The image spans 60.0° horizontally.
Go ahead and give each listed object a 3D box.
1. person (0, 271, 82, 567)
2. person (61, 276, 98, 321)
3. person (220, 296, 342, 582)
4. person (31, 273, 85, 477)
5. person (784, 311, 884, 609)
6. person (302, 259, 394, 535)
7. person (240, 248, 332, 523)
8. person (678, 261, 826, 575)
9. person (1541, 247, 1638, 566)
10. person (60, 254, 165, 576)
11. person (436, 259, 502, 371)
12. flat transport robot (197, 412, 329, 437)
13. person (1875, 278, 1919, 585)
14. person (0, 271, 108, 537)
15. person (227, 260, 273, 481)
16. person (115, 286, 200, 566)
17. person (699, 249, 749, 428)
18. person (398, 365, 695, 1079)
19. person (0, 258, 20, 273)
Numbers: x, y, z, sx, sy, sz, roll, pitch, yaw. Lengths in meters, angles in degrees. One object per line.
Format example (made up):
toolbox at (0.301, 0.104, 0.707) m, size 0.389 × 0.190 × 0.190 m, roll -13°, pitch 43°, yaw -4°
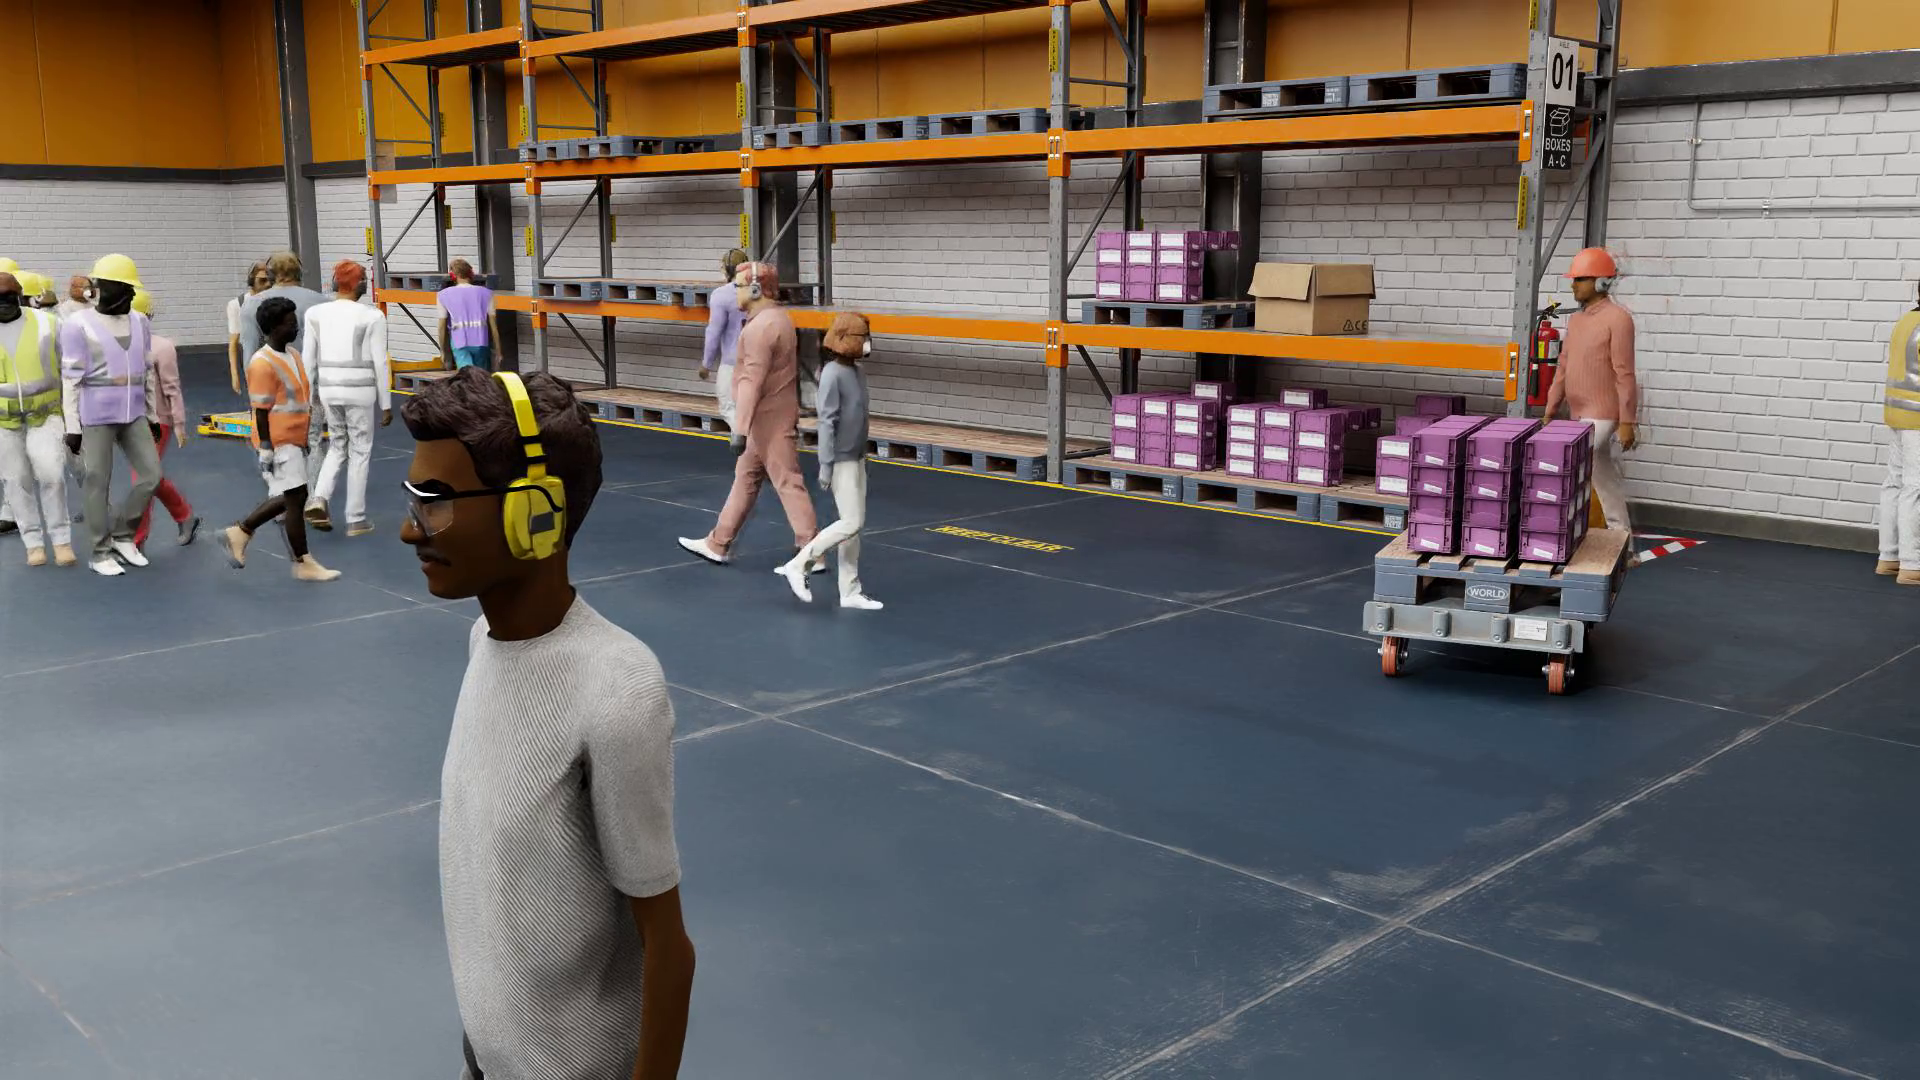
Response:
person at (-5.687, -0.716, 10.067) m, size 0.656 × 1.813 × 0.598 m, roll -6°, pitch 12°, yaw -29°
person at (-9.280, -2.000, 17.683) m, size 0.869 × 1.590 × 0.515 m, roll 5°, pitch 11°, yaw 24°
person at (-3.997, -0.576, 9.662) m, size 0.651 × 1.676 × 0.540 m, roll -1°, pitch 10°, yaw -3°
person at (-7.628, -1.344, 13.799) m, size 0.880 × 1.704 × 0.493 m, roll -1°, pitch 10°, yaw -4°
person at (-0.663, -0.415, 8.944) m, size 0.434 × 1.623 × 0.503 m, roll 3°, pitch 11°, yaw 15°
person at (-4.116, -0.939, 11.154) m, size 0.588 × 1.867 × 0.481 m, roll 2°, pitch 11°, yaw 10°
person at (-4.658, -1.066, 11.653) m, size 0.651 × 1.932 × 0.439 m, roll -5°, pitch 11°, yaw -24°
person at (-1.251, -0.710, 9.911) m, size 0.981 × 1.857 × 0.674 m, roll 0°, pitch 10°, yaw 2°
person at (3.701, -0.767, 9.987) m, size 1.018 × 1.938 × 0.653 m, roll -1°, pitch 10°, yaw -5°
person at (-5.043, -0.736, 9.920) m, size 0.444 × 1.902 × 0.669 m, roll 5°, pitch 12°, yaw 26°
person at (-4.925, -1.922, 16.758) m, size 0.588 × 1.803 × 0.938 m, roll -6°, pitch 12°, yaw -30°
flat transport robot at (-6.939, -1.146, 16.625) m, size 1.431 × 0.197 × 0.652 m, roll 8°, pitch 13°, yaw 36°
person at (5.633, -0.664, 9.711) m, size 0.430 × 1.845 × 0.623 m, roll 2°, pitch 11°, yaw 10°
person at (-6.313, -0.953, 11.452) m, size 0.601 × 1.788 × 0.926 m, roll 3°, pitch 11°, yaw 15°
person at (-5.751, -1.397, 13.754) m, size 0.553 × 1.822 × 0.423 m, roll -6°, pitch 12°, yaw -31°
person at (-5.134, -0.755, 10.522) m, size 0.531 × 1.721 × 0.860 m, roll 2°, pitch 11°, yaw 11°
person at (-1.749, -1.447, 13.841) m, size 0.604 × 1.918 × 0.656 m, roll 8°, pitch 13°, yaw 38°
person at (-0.528, 0.710, 2.139) m, size 0.311 × 1.869 × 0.534 m, roll -8°, pitch 13°, yaw -36°
person at (-8.194, -1.524, 14.437) m, size 0.590 × 1.827 × 0.404 m, roll -7°, pitch 13°, yaw -34°
